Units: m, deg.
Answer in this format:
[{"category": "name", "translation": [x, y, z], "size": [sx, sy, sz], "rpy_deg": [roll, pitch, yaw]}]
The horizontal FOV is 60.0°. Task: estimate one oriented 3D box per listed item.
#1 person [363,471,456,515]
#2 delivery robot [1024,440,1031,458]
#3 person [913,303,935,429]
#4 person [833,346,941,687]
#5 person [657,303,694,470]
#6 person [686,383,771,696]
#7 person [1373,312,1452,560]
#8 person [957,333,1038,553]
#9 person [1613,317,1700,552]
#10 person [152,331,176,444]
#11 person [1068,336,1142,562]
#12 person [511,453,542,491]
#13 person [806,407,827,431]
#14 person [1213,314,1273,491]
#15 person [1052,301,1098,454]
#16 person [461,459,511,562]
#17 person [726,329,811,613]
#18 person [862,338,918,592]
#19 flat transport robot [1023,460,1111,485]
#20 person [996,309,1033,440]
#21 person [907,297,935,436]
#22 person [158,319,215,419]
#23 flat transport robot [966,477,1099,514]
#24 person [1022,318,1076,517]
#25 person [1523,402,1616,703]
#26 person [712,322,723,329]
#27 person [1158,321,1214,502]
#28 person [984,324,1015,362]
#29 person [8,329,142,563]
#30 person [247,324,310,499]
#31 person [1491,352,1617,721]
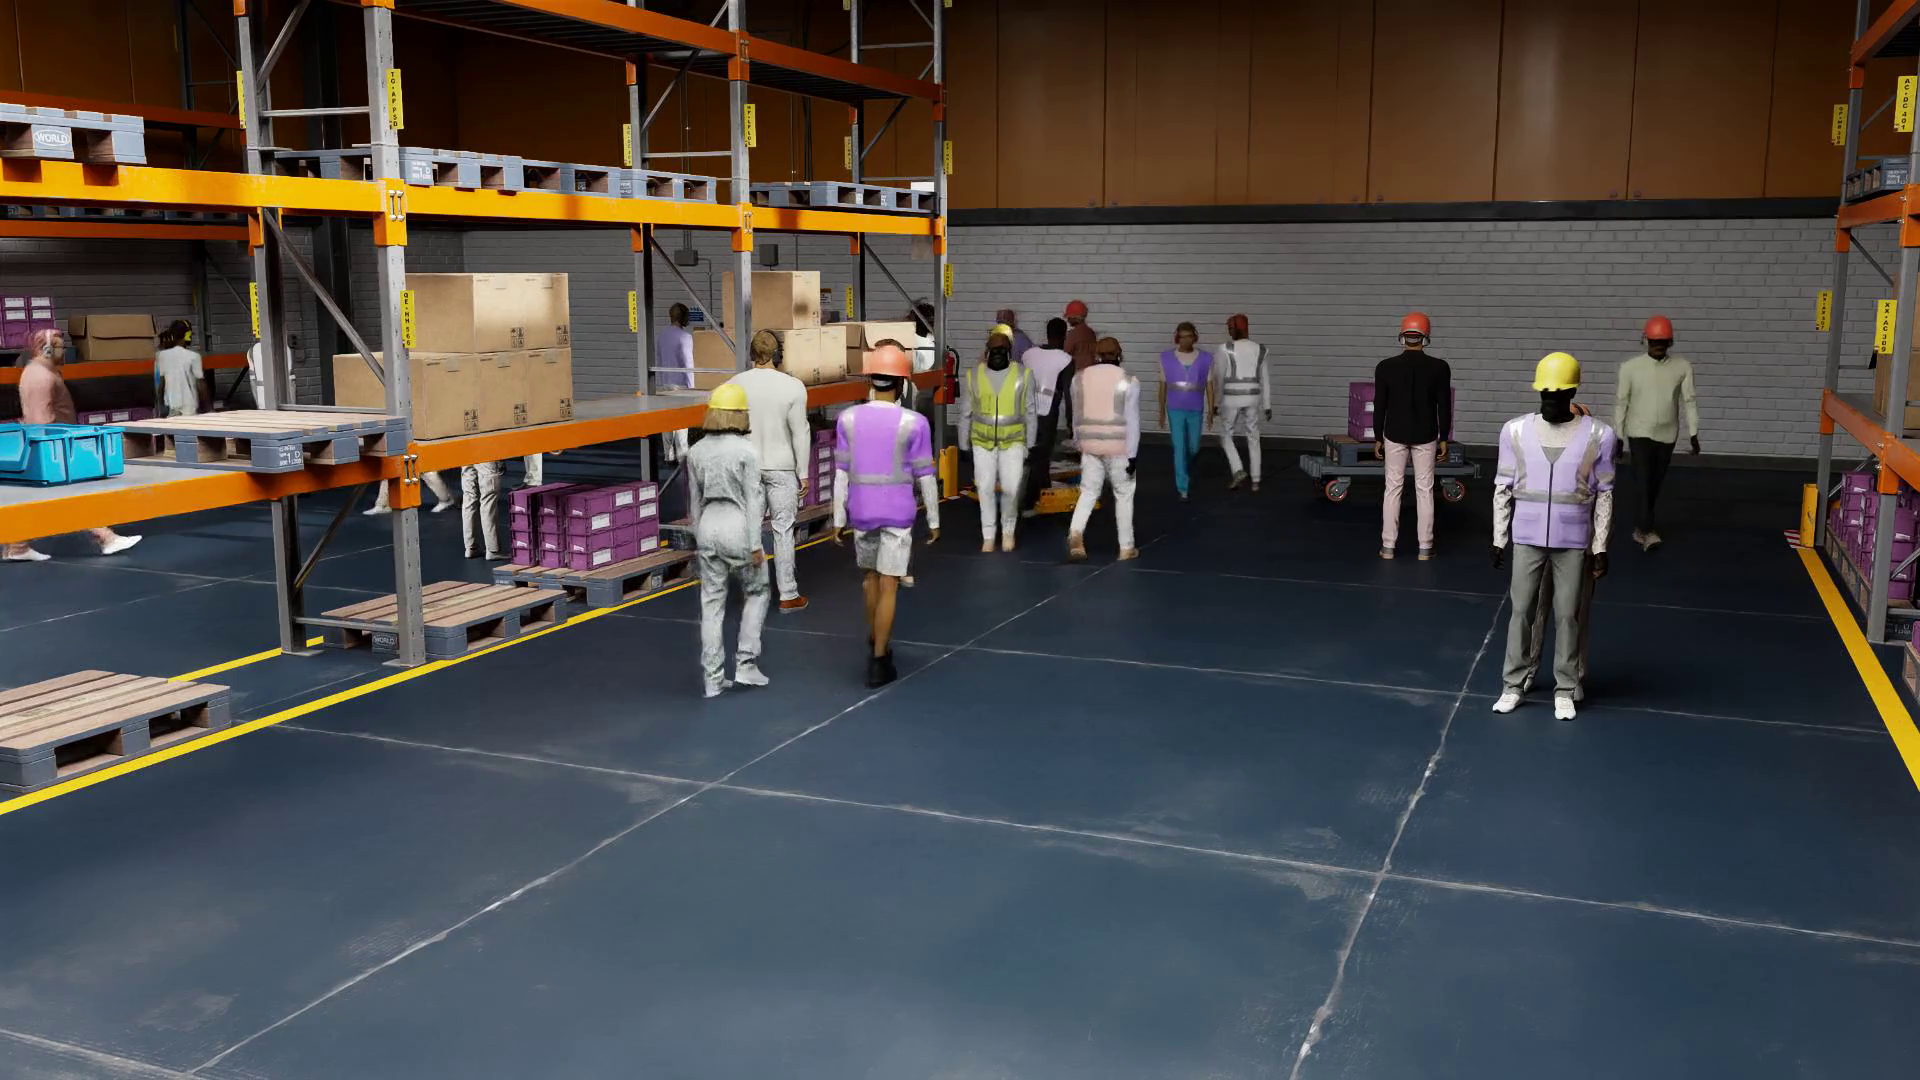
[{"category": "person", "translation": [-5.253, -1.035, 15.841], "size": [0.837, 1.600, 0.525], "rpy_deg": [-4, 10, -24]}, {"category": "delivery robot", "translation": [0.551, -0.967, 18.312], "size": [0.707, 0.478, 0.477], "rpy_deg": [2, 9, 11]}, {"category": "person", "translation": [-0.421, -1.623, 18.297], "size": [0.363, 1.963, 0.655], "rpy_deg": [5, 10, 26]}, {"category": "person", "translation": [-0.385, -0.149, 9.529], "size": [0.585, 1.910, 0.770], "rpy_deg": [3, 10, 18]}, {"category": "person", "translation": [-3.285, -1.789, 19.388], "size": [0.355, 1.937, 0.634], "rpy_deg": [-8, 12, -41]}, {"category": "person", "translation": [-1.264, -0.006, 9.223], "size": [0.497, 1.722, 0.519], "rpy_deg": [4, 10, 24]}, {"category": "person", "translation": [3.636, -0.829, 13.403], "size": [0.611, 1.995, 0.380], "rpy_deg": [3, 10, 16]}, {"category": "person", "translation": [0.300, -0.786, 13.659], "size": [0.662, 1.822, 0.483], "rpy_deg": [1, 9, 7]}, {"category": "person", "translation": [5.817, -0.884, 13.898], "size": [0.626, 1.941, 1.016], "rpy_deg": [1, 9, 6]}, {"category": "person", "translation": [-8.445, -1.419, 17.913], "size": [0.552, 1.679, 0.687], "rpy_deg": [6, 11, 33]}, {"category": "person", "translation": [1.133, -0.712, 13.266], "size": [0.643, 1.813, 0.723], "rpy_deg": [5, 10, 26]}, {"category": "person", "translation": [-4.516, -1.378, 17.258], "size": [0.404, 1.822, 0.587], "rpy_deg": [-3, 10, -18]}, {"category": "person", "translation": [-1.912, -1.774, 19.532], "size": [1.032, 1.863, 0.568], "rpy_deg": [0, 9, 0]}, {"category": "person", "translation": [2.970, -1.427, 17.412], "size": [0.653, 1.868, 0.436], "rpy_deg": [-2, 10, -13]}, {"category": "person", "translation": [1.415, -1.988, 20.602], "size": [0.783, 1.935, 0.614], "rpy_deg": [6, 11, 31]}, {"category": "person", "translation": [-3.843, -0.643, 13.349], "size": [0.514, 1.641, 0.307], "rpy_deg": [6, 11, 33]}, {"category": "person", "translation": [-1.309, -0.462, 11.349], "size": [0.631, 1.939, 0.370], "rpy_deg": [3, 10, 15]}, {"category": "person", "translation": [-0.510, -0.543, 12.121], "size": [0.335, 1.846, 0.513], "rpy_deg": [6, 11, 32]}, {"category": "flat transport robot", "translation": [1.016, -0.680, 17.711], "size": [0.652, 0.197, 1.431], "rpy_deg": [7, 12, 36]}, {"category": "person", "translation": [0.618, -1.831, 19.911], "size": [0.946, 1.868, 0.645], "rpy_deg": [8, 12, 40]}, {"category": "person", "translation": [-0.445, -1.802, 19.159], "size": [0.537, 2.000, 0.704], "rpy_deg": [-4, 10, -25]}, {"category": "person", "translation": [-8.018, -1.370, 17.238], "size": [0.544, 1.822, 0.996], "rpy_deg": [3, 10, 17]}, {"category": "flat transport robot", "translation": [0.699, -0.457, 16.361], "size": [0.652, 0.197, 1.431], "rpy_deg": [-5, 11, -30]}, {"category": "person", "translation": [0.861, -1.165, 15.829], "size": [0.643, 1.864, 0.854], "rpy_deg": [9, 13, 44]}, {"category": "person", "translation": [3.283, 0.065, 9.068], "size": [0.513, 1.637, 0.313], "rpy_deg": [6, 11, 30]}, {"category": "person", "translation": [-2.874, -1.853, 20.554], "size": [0.547, 1.675, 0.365], "rpy_deg": [7, 12, 37]}, {"category": "person", "translation": [2.295, -1.325, 16.962], "size": [0.569, 1.817, 0.788], "rpy_deg": [0, 9, 3]}, {"category": "person", "translation": [0.436, -1.532, 18.458], "size": [0.504, 1.717, 0.596], "rpy_deg": [5, 11, 30]}, {"category": "person", "translation": [-7.203, -0.753, 13.345], "size": [0.978, 1.854, 0.661], "rpy_deg": [-7, 12, -37]}, {"category": "person", "translation": [-6.916, -1.371, 16.853], "size": [0.545, 1.941, 0.350], "rpy_deg": [4, 10, 21]}, {"category": "person", "translation": [3.082, -0.015, 8.685], "size": [0.593, 1.922, 0.380], "rpy_deg": [5, 10, 26]}]
